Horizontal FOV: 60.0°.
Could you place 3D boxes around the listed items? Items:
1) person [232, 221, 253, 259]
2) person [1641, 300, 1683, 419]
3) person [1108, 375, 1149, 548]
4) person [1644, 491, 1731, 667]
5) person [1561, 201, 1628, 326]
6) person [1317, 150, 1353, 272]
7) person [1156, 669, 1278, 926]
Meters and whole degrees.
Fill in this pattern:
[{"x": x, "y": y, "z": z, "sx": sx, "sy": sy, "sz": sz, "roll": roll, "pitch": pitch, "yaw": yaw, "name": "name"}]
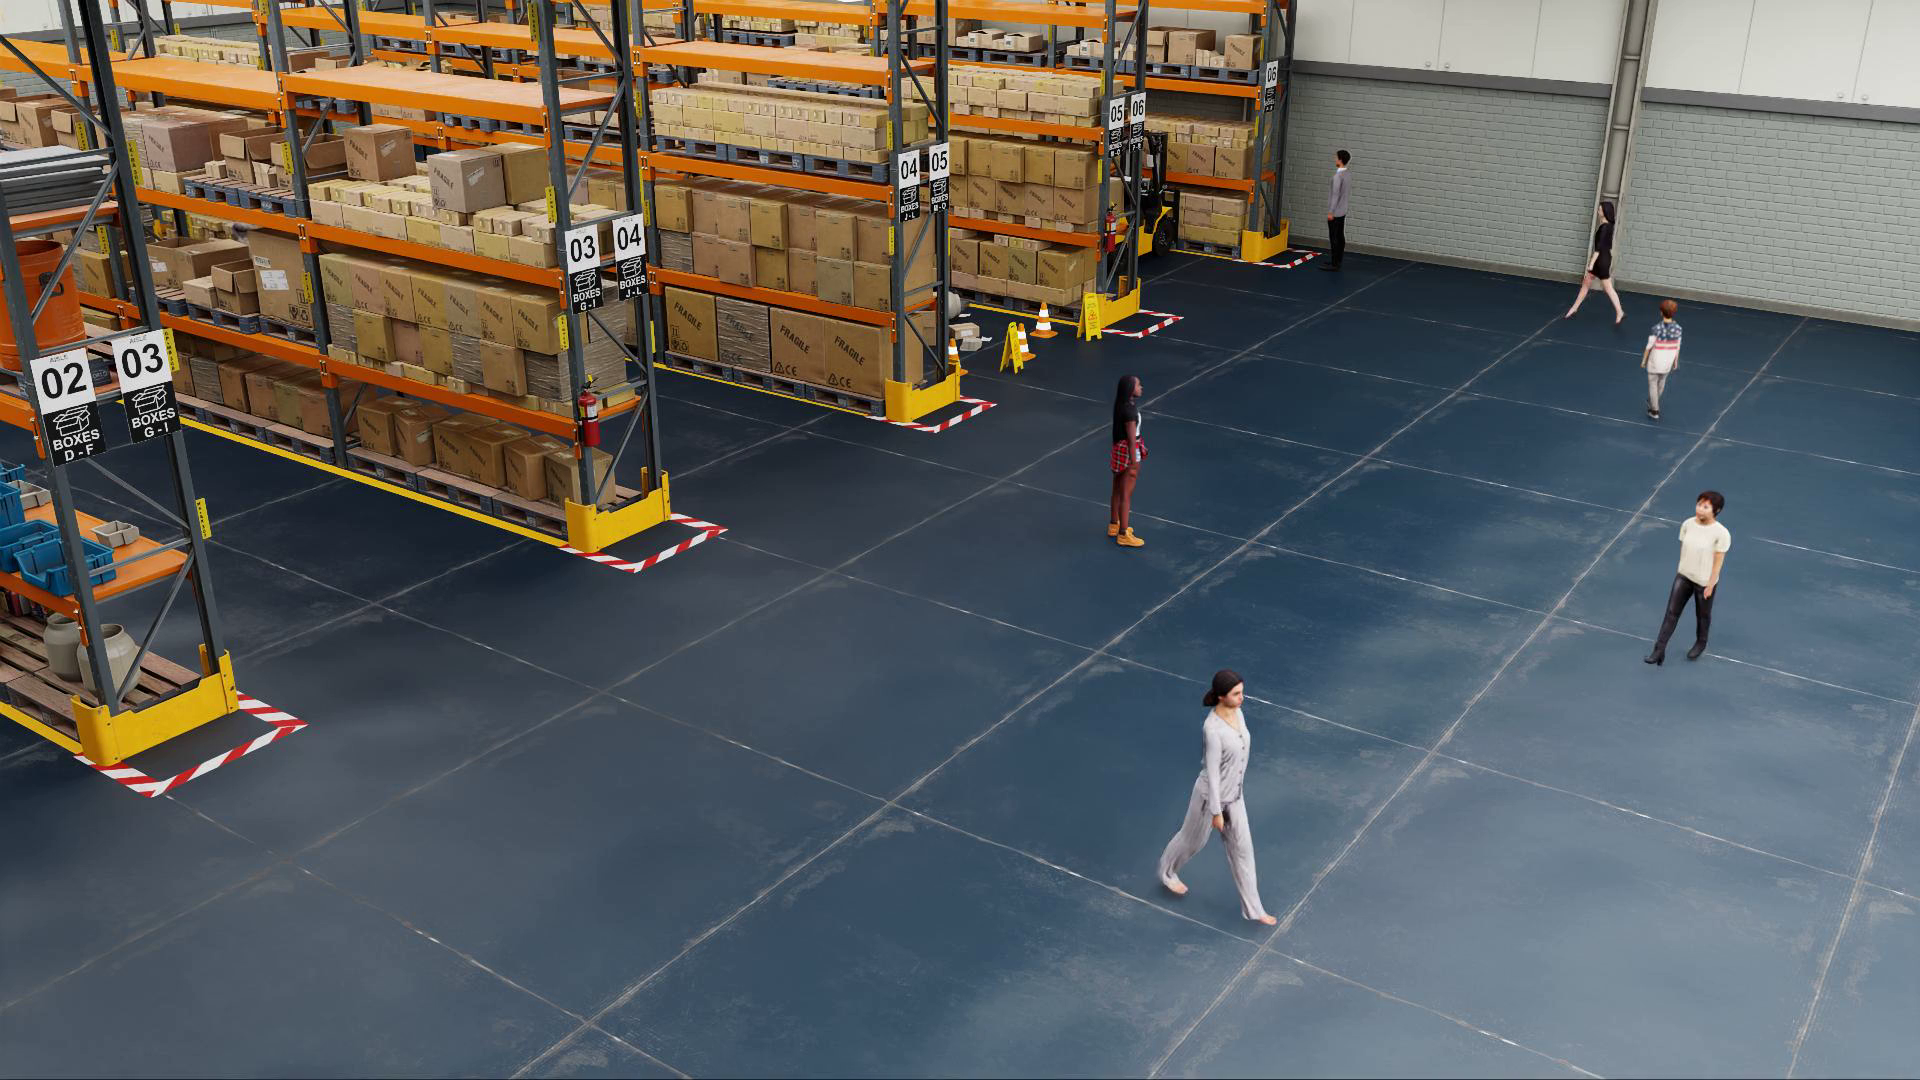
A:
[{"x": -9.321, "y": -3.287, "z": 22.073, "sx": 1.040, "sy": 1.904, "sz": 0.747, "roll": 18, "pitch": 29, "yaw": 35, "name": "person"}, {"x": 8.471, "y": -2.168, "z": 20.061, "sx": 0.855, "sy": 1.418, "sz": 0.861, "roll": 0, "pitch": 23, "yaw": 1, "name": "person"}, {"x": 1.641, "y": -0.806, "z": 16.462, "sx": 0.782, "sy": 1.728, "sz": 0.722, "roll": -4, "pitch": 23, "yaw": -9, "name": "person"}, {"x": 6.252, "y": 0.335, "z": 14.012, "sx": 0.886, "sy": 1.547, "sz": 1.005, "roll": -16, "pitch": 28, "yaw": -32, "name": "person"}, {"x": 9.215, "y": -3.872, "z": 23.640, "sx": 1.154, "sy": 1.754, "sz": 0.710, "roll": 11, "pitch": 26, "yaw": 25, "name": "person"}, {"x": 6.102, "y": -5.319, "z": 26.829, "sx": 0.613, "sy": 1.922, "sz": 0.752, "roll": 13, "pitch": 27, "yaw": 29, "name": "person"}, {"x": 1.576, "y": 1.633, "z": 10.737, "sx": 1.125, "sy": 1.722, "sz": 0.654, "roll": 17, "pitch": 29, "yaw": 35, "name": "person"}]
